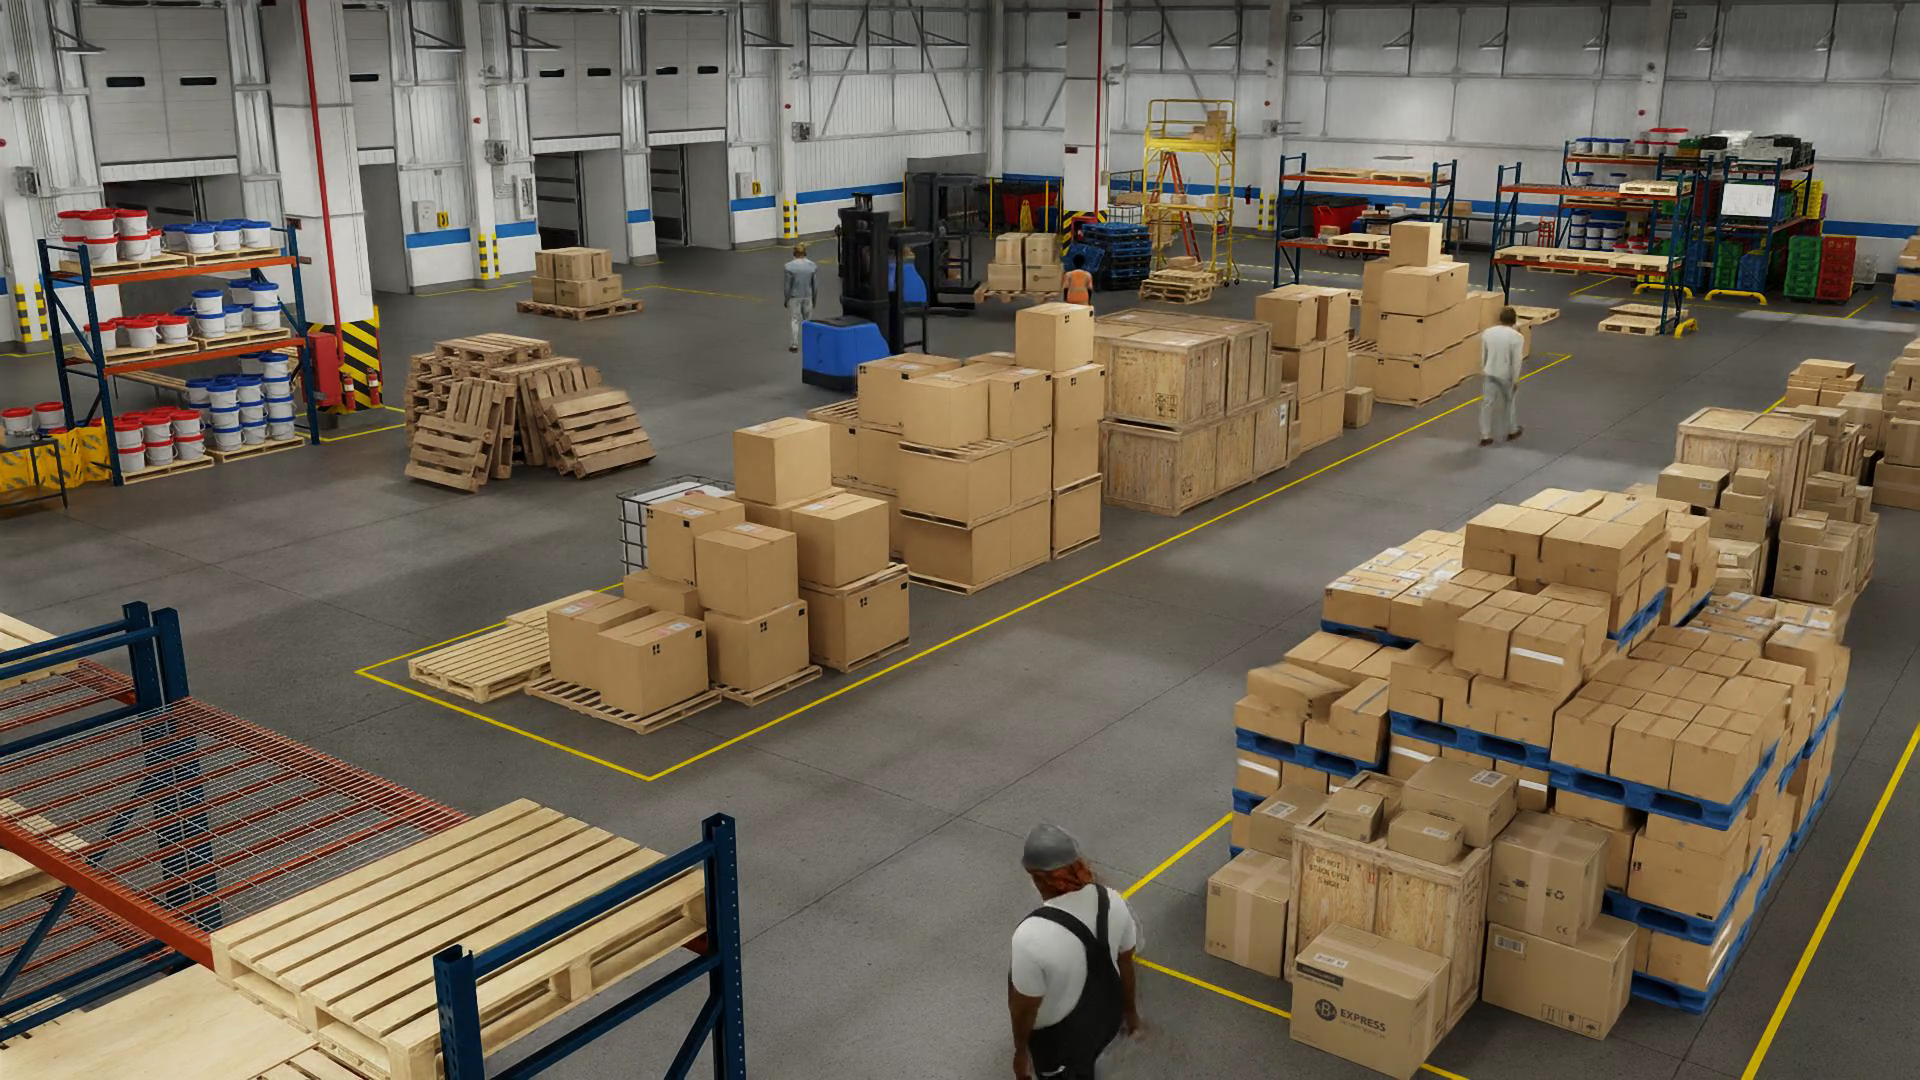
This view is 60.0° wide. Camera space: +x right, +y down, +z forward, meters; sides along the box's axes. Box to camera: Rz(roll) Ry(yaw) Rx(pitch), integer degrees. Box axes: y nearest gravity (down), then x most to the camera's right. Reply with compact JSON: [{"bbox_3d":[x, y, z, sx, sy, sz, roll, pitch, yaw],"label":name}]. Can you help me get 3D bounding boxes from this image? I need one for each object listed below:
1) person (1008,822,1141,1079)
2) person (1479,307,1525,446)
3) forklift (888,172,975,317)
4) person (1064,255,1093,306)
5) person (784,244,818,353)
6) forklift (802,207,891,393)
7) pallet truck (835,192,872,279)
[{"bbox_3d":[0.544,2.233,7.808,0.975,2.000,0.752,15,23,41],"label":"person"},{"bbox_3d":[7.513,-2.272,22.964,0.969,1.893,0.654,-16,23,-42],"label":"person"},{"bbox_3d":[-0.709,-5.984,33.588,1.873,2.768,1.129,3,17,9],"label":"forklift"},{"bbox_3d":[2.123,-4.364,30.279,0.555,1.656,0.816,-2,17,-7],"label":"person"},{"bbox_3d":[-2.833,-4.307,29.665,0.639,1.926,0.367,-8,18,-24],"label":"person"},{"bbox_3d":[-1.538,-3.894,26.667,1.873,2.768,1.129,-14,22,-39],"label":"forklift"},{"bbox_3d":[-1.936,-7.159,38.982,1.885,1.965,0.823,-12,21,-34],"label":"pallet truck"}]
